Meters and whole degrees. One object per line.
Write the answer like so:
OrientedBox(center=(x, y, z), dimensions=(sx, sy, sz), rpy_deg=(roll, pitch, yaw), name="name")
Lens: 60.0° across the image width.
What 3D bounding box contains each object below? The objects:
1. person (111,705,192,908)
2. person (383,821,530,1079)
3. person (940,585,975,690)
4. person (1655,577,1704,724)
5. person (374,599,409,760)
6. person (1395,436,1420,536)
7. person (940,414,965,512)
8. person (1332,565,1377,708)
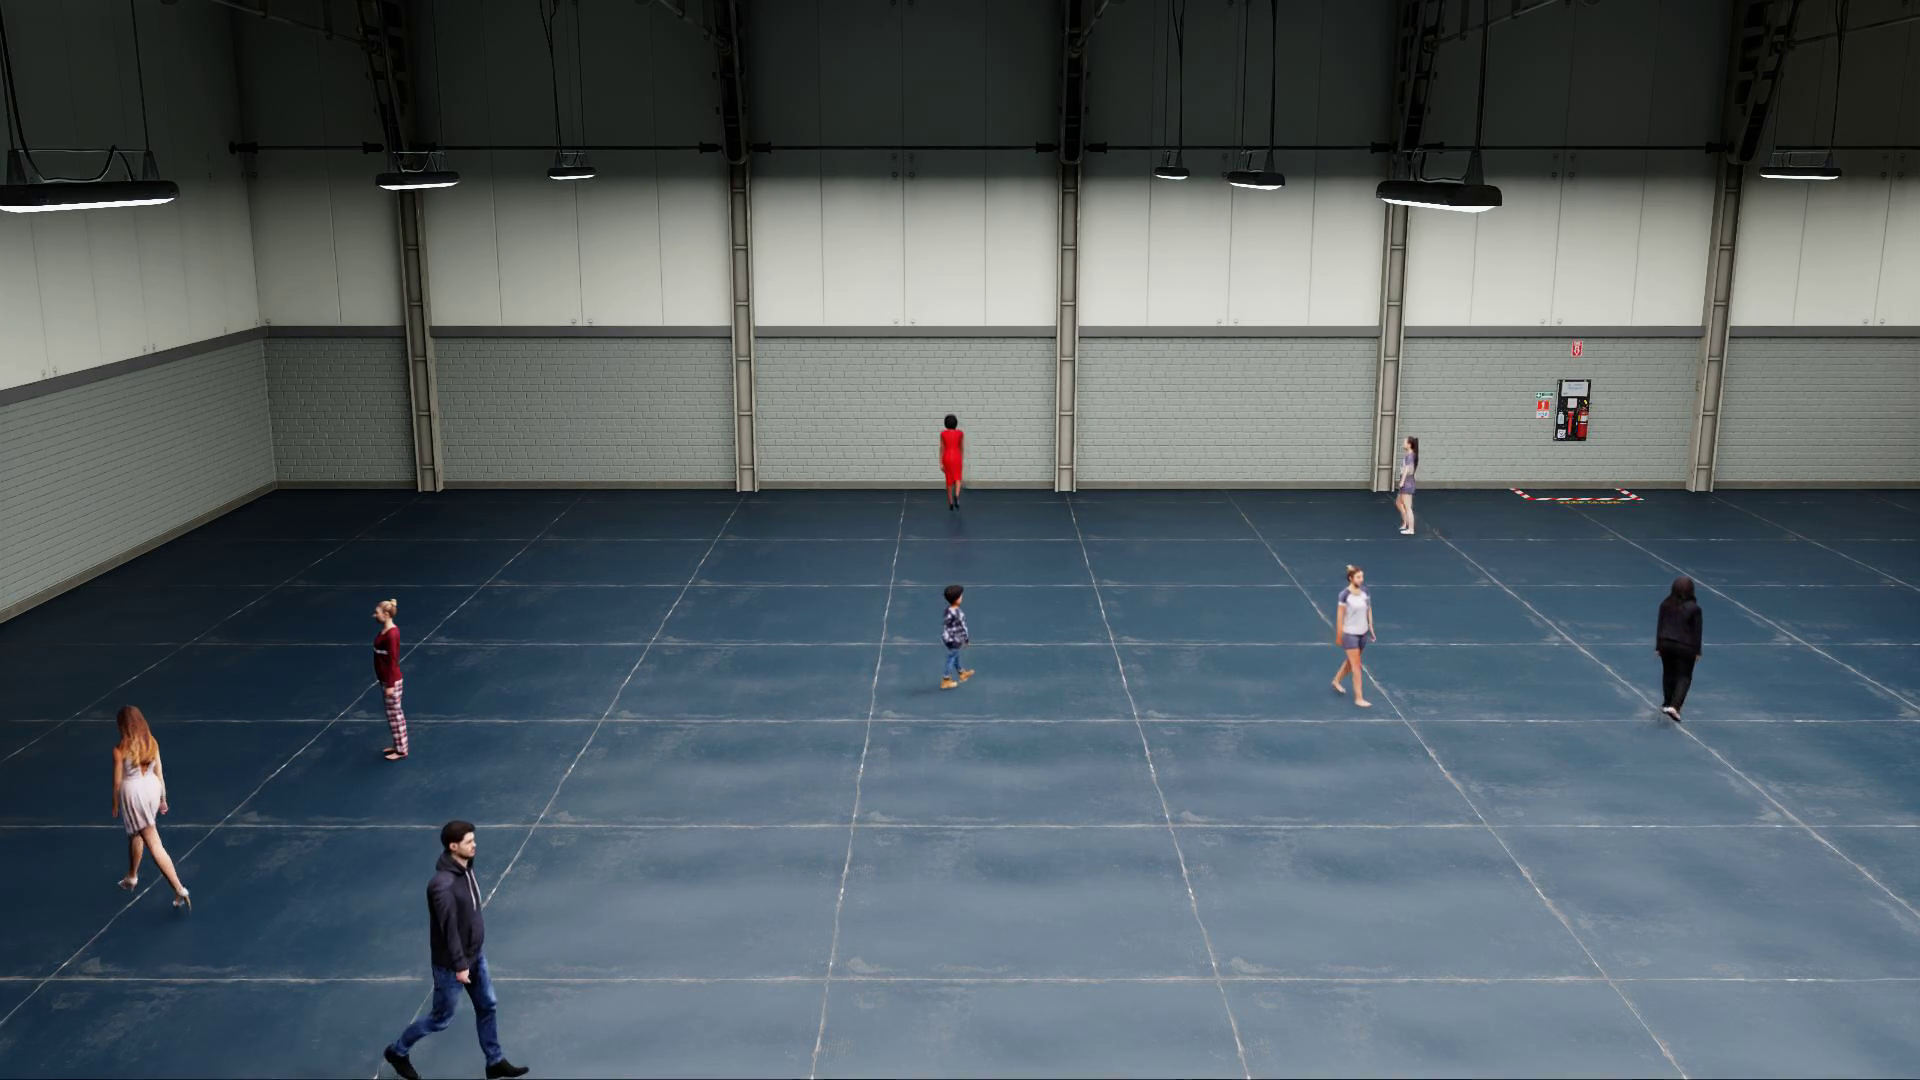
OrientedBox(center=(-6.723, 2.266, 13.775), dimensions=(1.192, 1.712, 0.912), rpy_deg=(7, 15, 29), name="person")
OrientedBox(center=(-3.469, 2.798, 11.152), dimensions=(1.209, 1.859, 0.737), rpy_deg=(1, 13, 5), name="person")
OrientedBox(center=(-0.127, 1.160, 19.624), dimensions=(0.853, 1.227, 0.753), rpy_deg=(-10, 16, -36), name="person")
OrientedBox(center=(7.993, 1.210, 18.541), dimensions=(0.922, 1.618, 0.977), rpy_deg=(12, 18, 41), name="person")
OrientedBox(center=(-5.951, 1.441, 17.372), dimensions=(0.651, 1.696, 0.684), rpy_deg=(-6, 14, -24), name="person")
OrientedBox(center=(7.522, -0.892, 27.580), dimensions=(0.695, 1.636, 0.686), rpy_deg=(5, 14, 20), name="person")
OrientedBox(center=(-0.124, -1.337, 29.282), dimensions=(0.643, 1.734, 0.668), rpy_deg=(-1, 13, -4), name="person")
OrientedBox(center=(4.501, 1.080, 19.179), dimensions=(1.026, 1.584, 0.958), rpy_deg=(-8, 15, -30), name="person")
